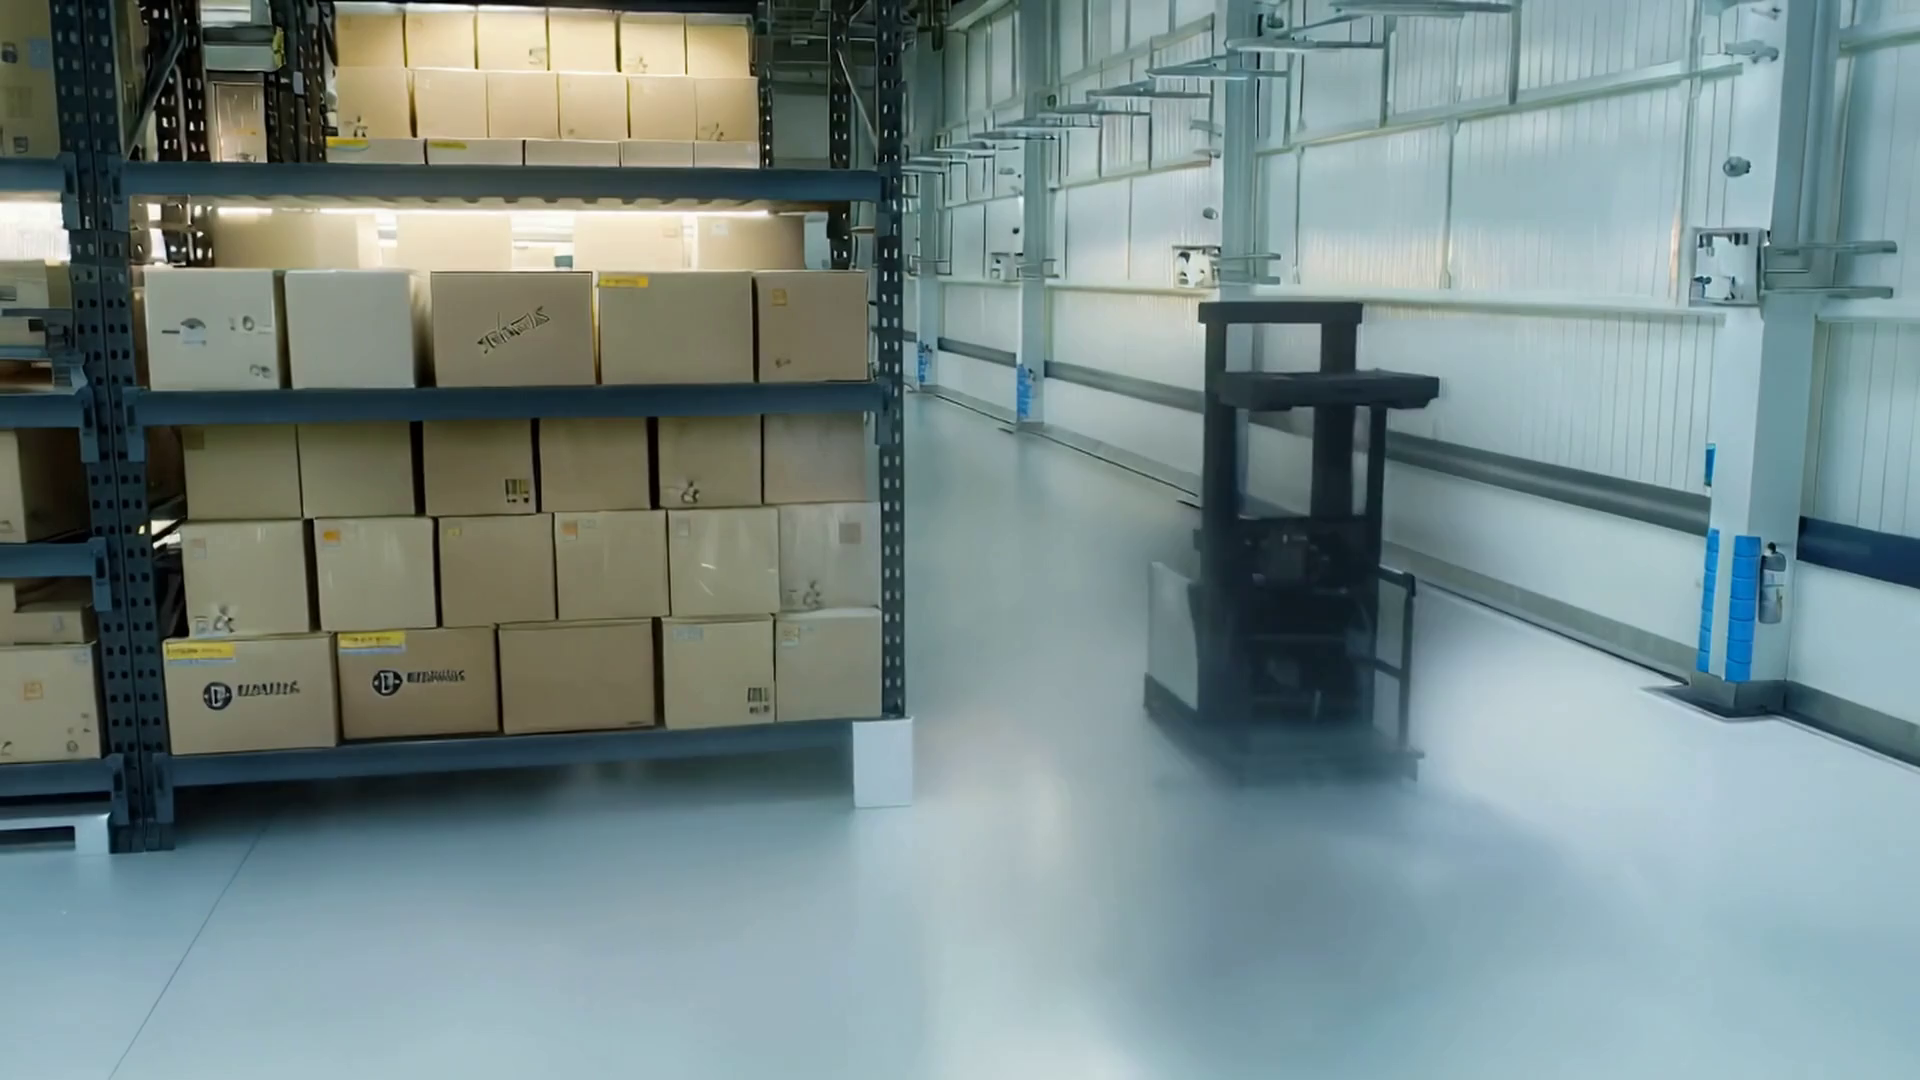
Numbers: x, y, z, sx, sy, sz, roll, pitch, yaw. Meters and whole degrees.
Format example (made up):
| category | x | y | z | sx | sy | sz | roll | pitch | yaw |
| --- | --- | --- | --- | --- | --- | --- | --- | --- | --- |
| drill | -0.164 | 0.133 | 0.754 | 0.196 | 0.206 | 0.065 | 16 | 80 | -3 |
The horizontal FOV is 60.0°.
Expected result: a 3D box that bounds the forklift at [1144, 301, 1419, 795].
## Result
| category | x | y | z | sx | sy | sz | roll | pitch | yaw |
| --- | --- | --- | --- | --- | --- | --- | --- | --- | --- |
| forklift | 1.926 | -0.073 | 10.244 | 1.129 | 2.768 | 1.873 | -2 | 10 | -12 |
